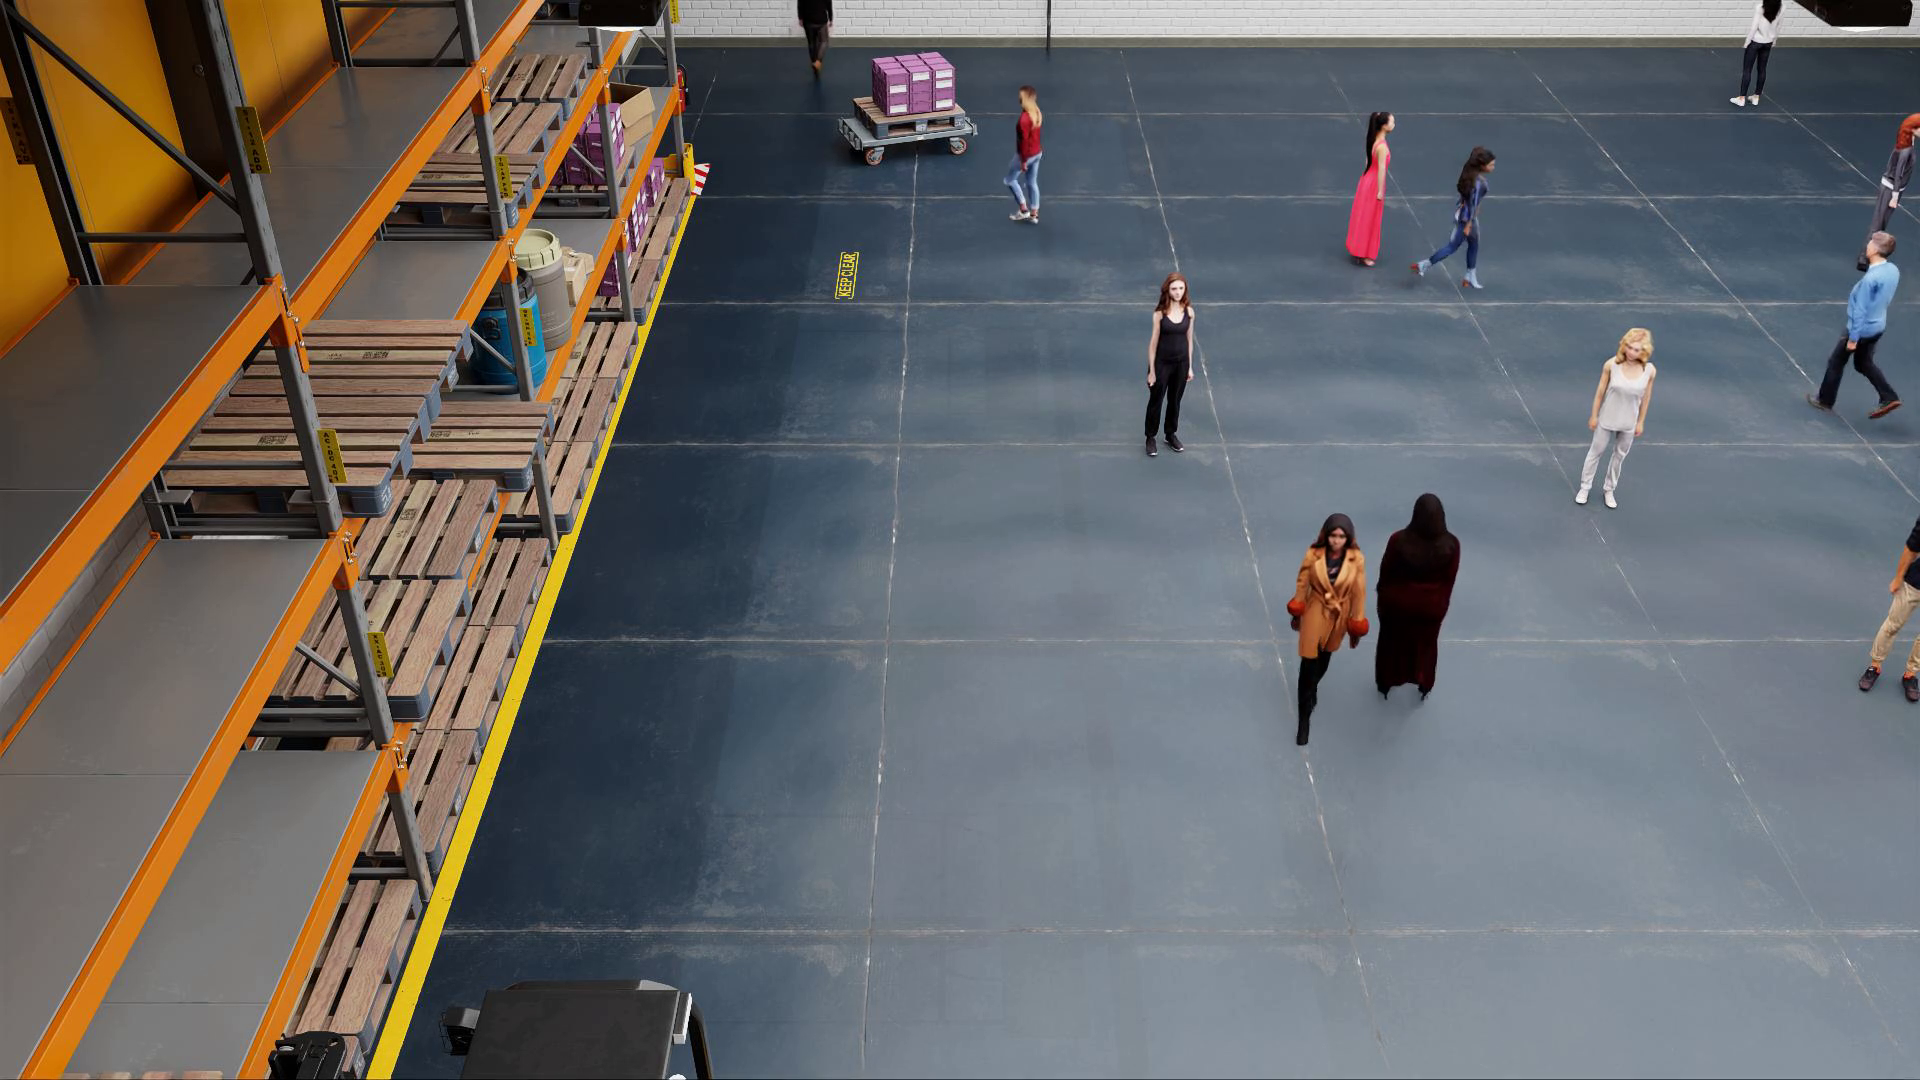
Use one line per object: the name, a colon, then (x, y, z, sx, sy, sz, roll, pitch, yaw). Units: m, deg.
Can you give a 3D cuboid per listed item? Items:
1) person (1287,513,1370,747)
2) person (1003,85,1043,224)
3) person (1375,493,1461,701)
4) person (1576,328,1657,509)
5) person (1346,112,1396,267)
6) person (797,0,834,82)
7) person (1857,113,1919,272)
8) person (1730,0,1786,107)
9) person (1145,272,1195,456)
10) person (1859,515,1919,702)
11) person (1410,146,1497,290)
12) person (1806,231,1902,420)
person: (2.574, 0.524, 11.731, 0.828, 1.687, 1.116, 5, 34, 8)
person: (0.849, -4.424, 19.237, 0.793, 1.619, 0.705, 19, 38, 26)
person: (3.184, 0.469, 11.759, 0.668, 1.748, 0.623, 4, 34, 6)
person: (5.594, -1.052, 14.115, 0.650, 1.672, 0.634, 9, 35, 13)
person: (4.547, -3.881, 18.323, 0.688, 1.726, 0.528, -3, 34, -5)
person: (-2.061, -7.426, 23.673, 0.729, 1.709, 0.982, 4, 34, 5)
person: (10.153, -3.794, 18.145, 0.709, 1.778, 0.578, 15, 36, 21)
person: (10.950, -6.806, 22.746, 0.663, 1.700, 0.613, -7, 34, -10)
person: (1.867, -1.587, 14.853, 0.649, 1.748, 0.620, -10, 35, -14)
person: (6.943, 0.309, 11.899, 0.703, 1.859, 0.672, 14, 36, 20)
person: (5.313, -3.417, 17.744, 0.903, 1.594, 1.043, 8, 34, 12)
person: (8.417, -1.920, 15.323, 1.073, 1.782, 1.193, -25, 41, -33)
